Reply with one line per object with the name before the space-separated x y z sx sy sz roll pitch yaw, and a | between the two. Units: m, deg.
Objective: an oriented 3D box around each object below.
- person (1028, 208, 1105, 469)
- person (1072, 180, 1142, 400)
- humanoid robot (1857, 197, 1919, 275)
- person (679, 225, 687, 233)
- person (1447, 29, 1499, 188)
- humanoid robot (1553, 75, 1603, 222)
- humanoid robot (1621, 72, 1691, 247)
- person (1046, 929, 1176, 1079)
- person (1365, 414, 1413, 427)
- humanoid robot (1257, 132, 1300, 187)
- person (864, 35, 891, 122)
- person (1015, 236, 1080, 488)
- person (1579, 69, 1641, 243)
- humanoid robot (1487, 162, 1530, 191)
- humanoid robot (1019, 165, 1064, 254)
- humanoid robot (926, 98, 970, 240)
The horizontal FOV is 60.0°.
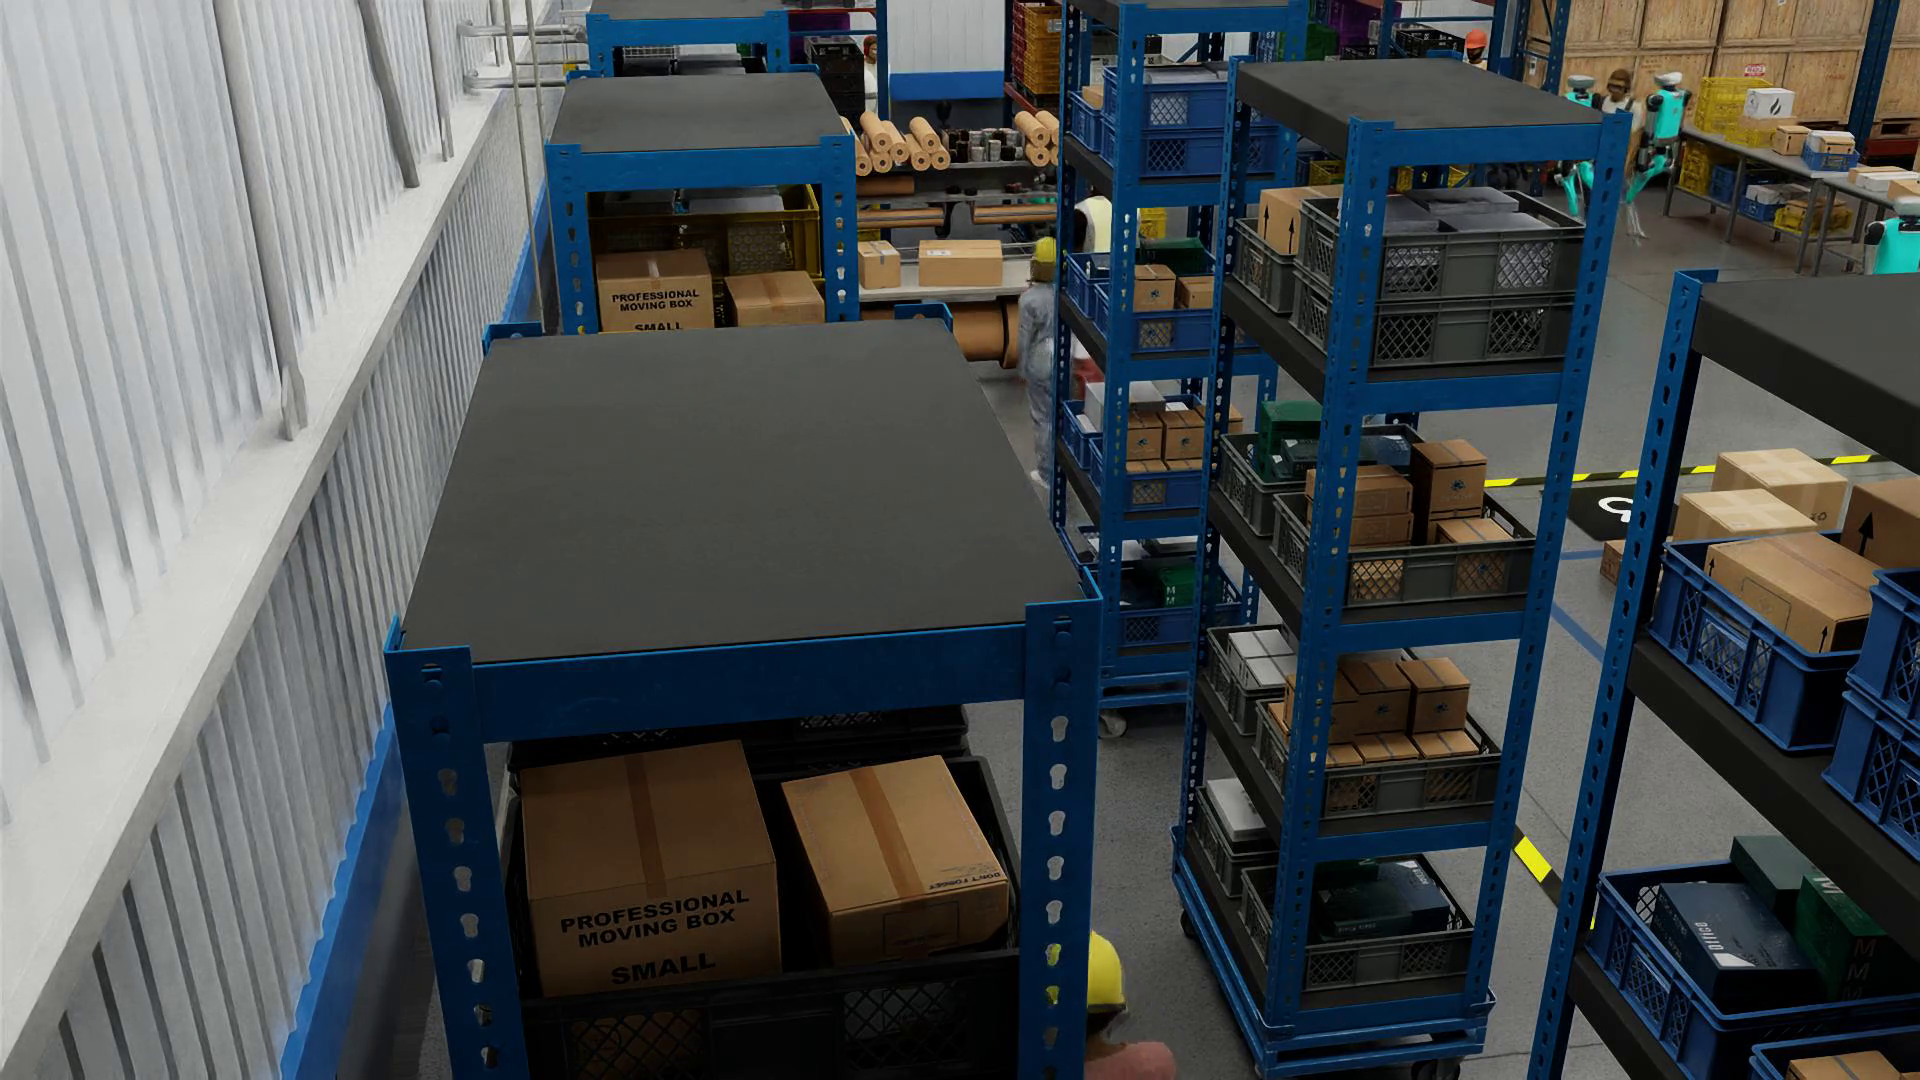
person | 0.745 -1.255 11.063 0.617 1.904 0.585 6 25 13
person | 1.056 -1.966 12.698 0.620 1.837 0.430 -9 26 -20
humanoid robot | 6.648 -1.541 11.736 0.533 1.673 0.735 1 25 2
person | -1.901 -1.792 12.283 0.534 1.866 0.314 9 26 20
person | 5.632 -4.671 18.456 0.549 1.935 0.373 18 30 33
humanoid robot | 6.225 -3.655 16.520 0.551 1.788 0.828 -8 26 -18
humanoid robot | 6.967 -3.890 17.002 0.554 1.807 0.687 -12 27 -25
person | 0.311 1.822 4.597 0.527 1.717 0.898 -6 25 -12
person | 1.958 0.194 7.987 0.587 1.848 0.399 -2 25 -5
humanoid robot | 3.765 -4.880 19.185 0.539 1.797 0.810 -19 31 -36
person | -1.012 -4.751 18.754 0.566 1.836 0.384 -19 31 -35
person | 0.602 -1.156 11.055 0.496 1.724 0.443 -9 26 -20
person | 6.486 -3.795 16.687 0.505 1.824 0.424 18 30 34
humanoid robot | 5.526 -3.757 16.775 0.609 1.654 0.312 -21 32 -38
humanoid robot | 0.939 -2.320 13.643 1.001 1.759 0.570 14 28 28
humanoid robot | -0.193 -3.483 16.265 0.610 1.630 0.809 -9 26 -19
